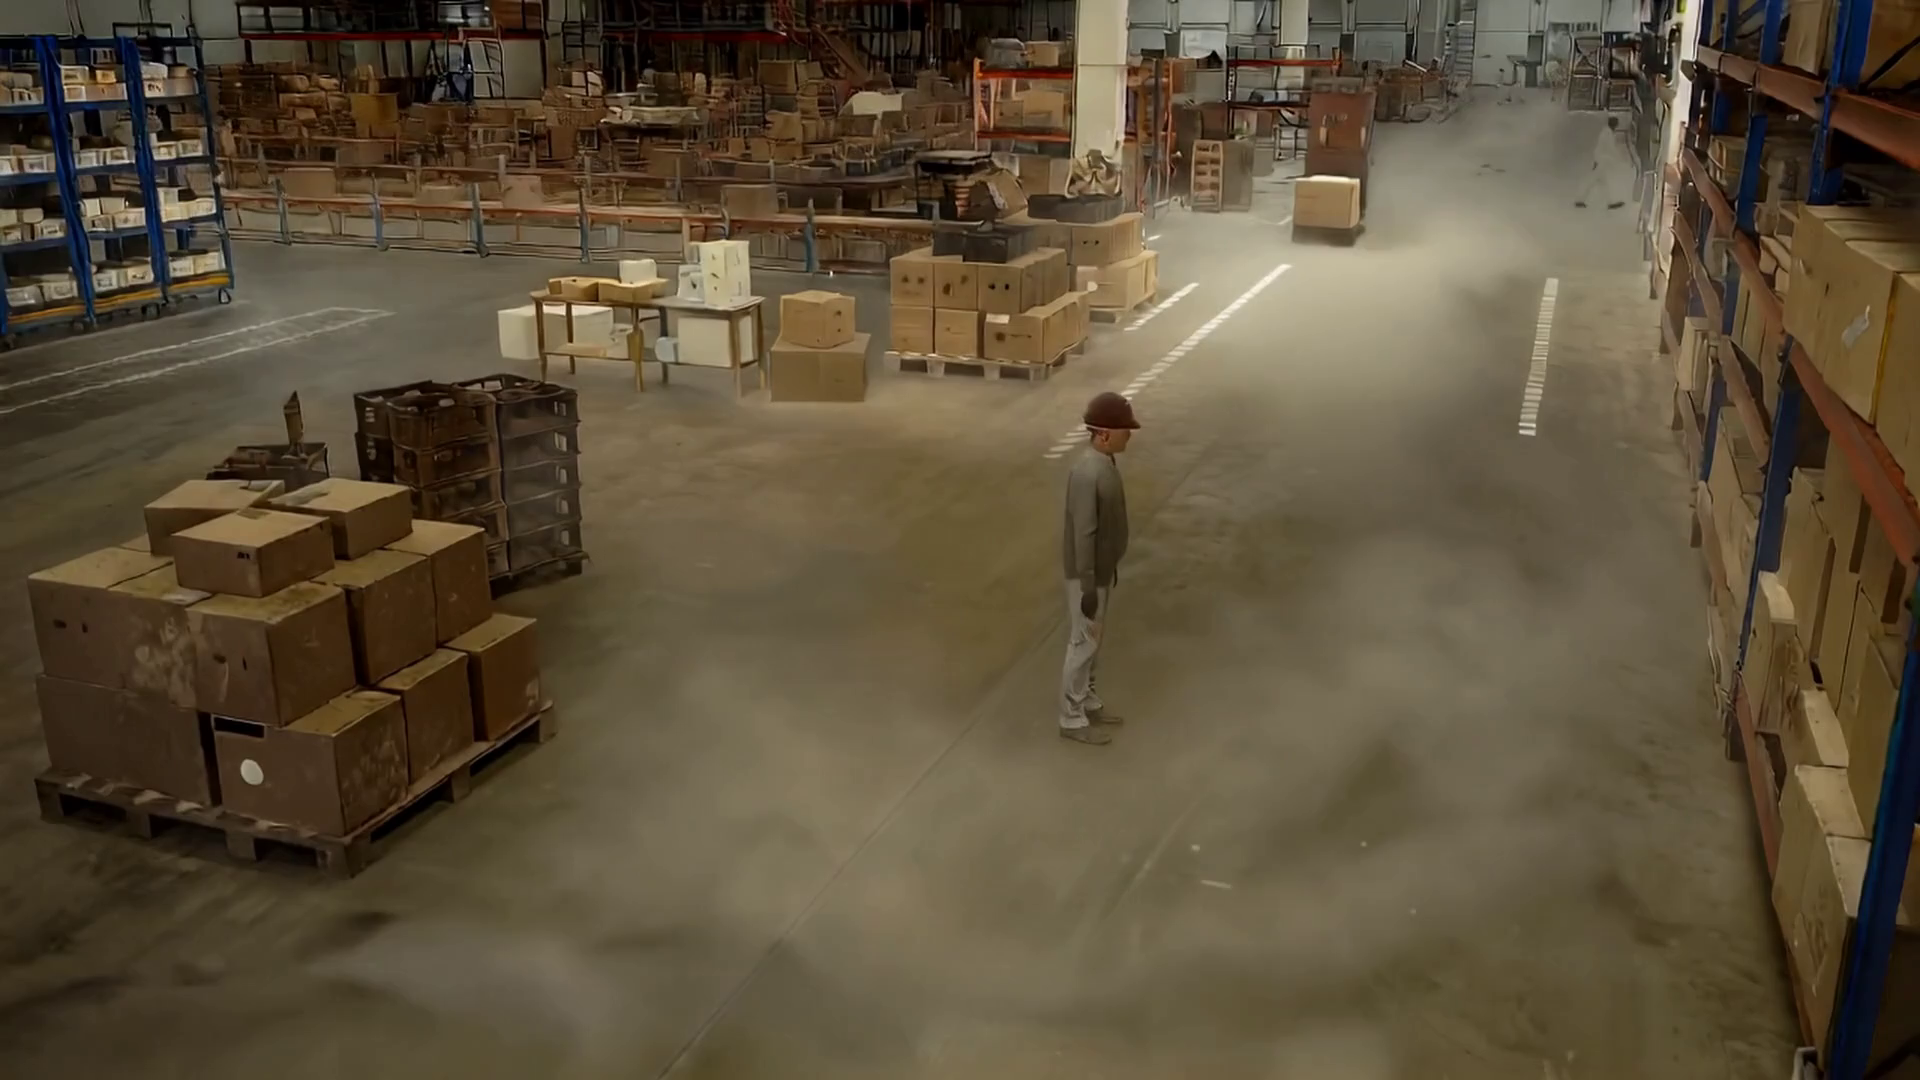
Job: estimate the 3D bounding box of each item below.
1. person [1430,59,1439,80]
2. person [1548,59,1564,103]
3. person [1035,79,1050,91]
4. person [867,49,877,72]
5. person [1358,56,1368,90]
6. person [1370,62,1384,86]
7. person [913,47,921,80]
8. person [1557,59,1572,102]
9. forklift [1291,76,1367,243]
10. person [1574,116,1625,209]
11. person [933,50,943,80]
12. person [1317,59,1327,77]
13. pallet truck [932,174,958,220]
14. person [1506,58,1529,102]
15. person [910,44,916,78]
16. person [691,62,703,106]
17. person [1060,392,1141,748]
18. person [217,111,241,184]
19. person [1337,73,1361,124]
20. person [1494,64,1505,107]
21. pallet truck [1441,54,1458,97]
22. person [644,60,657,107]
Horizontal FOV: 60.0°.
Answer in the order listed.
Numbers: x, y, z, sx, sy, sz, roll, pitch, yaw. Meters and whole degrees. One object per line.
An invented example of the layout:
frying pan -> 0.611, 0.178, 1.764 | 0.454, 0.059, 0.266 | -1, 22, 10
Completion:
person -> 22.952, -22.305, 80.191 | 0.555, 1.665, 0.774 | -10, 20, -28
person -> 26.295, -20.260, 73.428 | 0.613, 1.890, 0.885 | 9, 20, 26
person -> 3.080, -17.020, 63.155 | 0.628, 1.957, 0.989 | -13, 22, -35
person -> -5.271, -28.468, 99.365 | 0.625, 1.804, 0.969 | -6, 19, -19
person -> 19.366, -22.447, 80.418 | 0.700, 1.821, 0.630 | 8, 20, 25
person -> 17.801, -19.447, 70.934 | 0.563, 1.846, 0.404 | -12, 21, -32
person -> -2.534, -27.995, 97.706 | 0.530, 1.909, 0.598 | 9, 20, 27
person -> 27.146, -20.592, 74.504 | 0.859, 1.872, 0.644 | -9, 20, -27
forklift -> 6.598, -6.755, 29.381 | 1.129, 2.768, 1.873 | 6, 19, 19
person -> 13.150, -7.703, 34.007 | 1.045, 1.880, 0.640 | 0, 18, -1
person -> -1.203, -25.607, 90.239 | 0.570, 1.881, 1.012 | 4, 18, 13
person -> 15.833, -20.219, 73.239 | 0.665, 1.914, 0.723 | -16, 23, -40
pallet truck -> -0.507, -5.292, 27.348 | 0.653, 1.274, 1.630 | 6, 19, 19
person -> 24.978, -20.543, 74.310 | 0.967, 1.903, 0.642 | -2, 18, -7
person -> -2.867, -29.049, 100.866 | 0.381, 1.996, 0.608 | -2, 18, -6
person -> -10.929, -18.855, 69.036 | 0.583, 1.884, 0.373 | 7, 19, 21
person -> 0.763, 0.162, 9.109 | 0.409, 1.987, 0.608 | 4, 18, 13
person -> -16.579, -8.825, 37.694 | 0.319, 1.767, 0.534 | -11, 21, -31
person -> 13.398, -14.978, 56.800 | 0.835, 1.913, 0.551 | 6, 18, 17
person -> 22.932, -19.305, 70.660 | 0.299, 1.745, 0.483 | 8, 19, 24
pallet truck -> 22.765, -21.886, 78.355 | 0.823, 1.965, 1.885 | -4, 18, -14
person -> -12.430, -18.225, 66.807 | 0.395, 2.038, 0.607 | 17, 24, 42
